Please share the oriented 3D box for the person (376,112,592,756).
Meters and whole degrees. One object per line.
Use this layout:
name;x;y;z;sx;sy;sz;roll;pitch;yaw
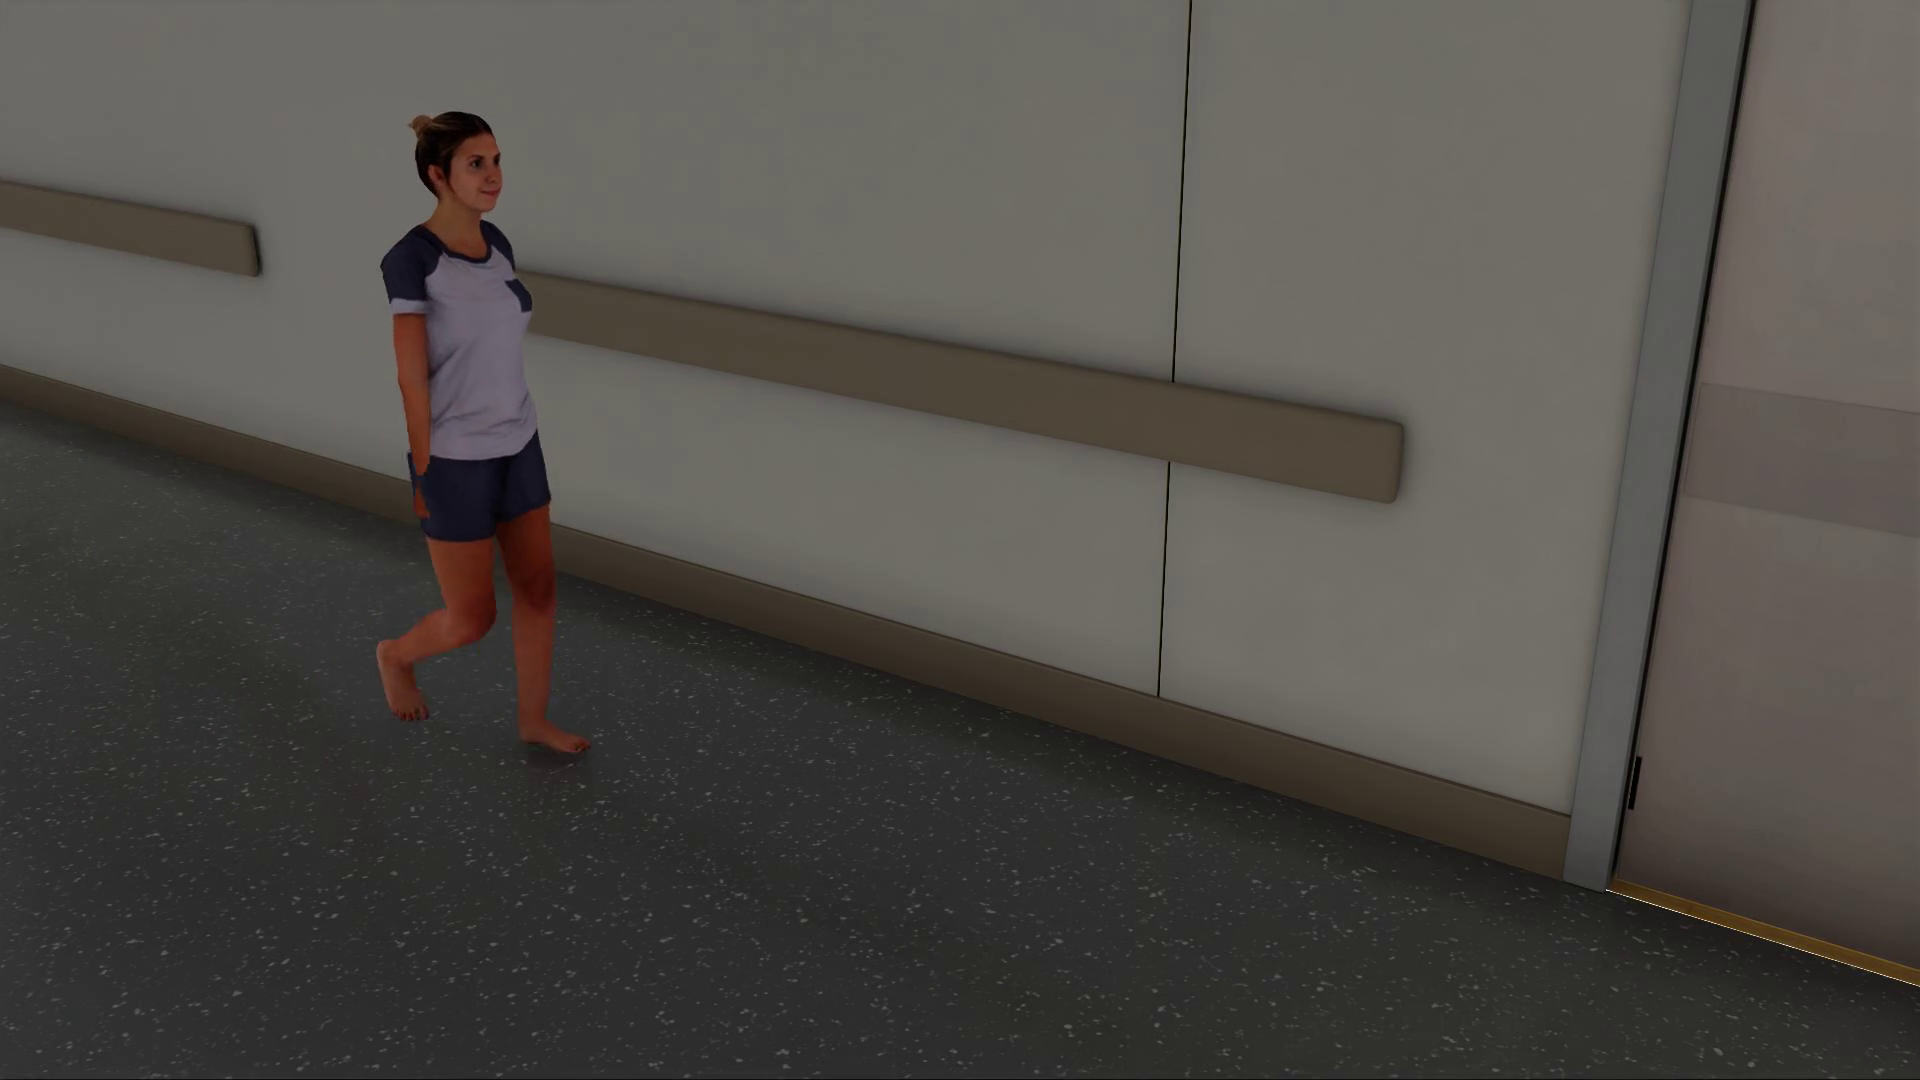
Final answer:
person;-1.237;-0.210;4.060;0.696;1.608;0.760;10;23;25
